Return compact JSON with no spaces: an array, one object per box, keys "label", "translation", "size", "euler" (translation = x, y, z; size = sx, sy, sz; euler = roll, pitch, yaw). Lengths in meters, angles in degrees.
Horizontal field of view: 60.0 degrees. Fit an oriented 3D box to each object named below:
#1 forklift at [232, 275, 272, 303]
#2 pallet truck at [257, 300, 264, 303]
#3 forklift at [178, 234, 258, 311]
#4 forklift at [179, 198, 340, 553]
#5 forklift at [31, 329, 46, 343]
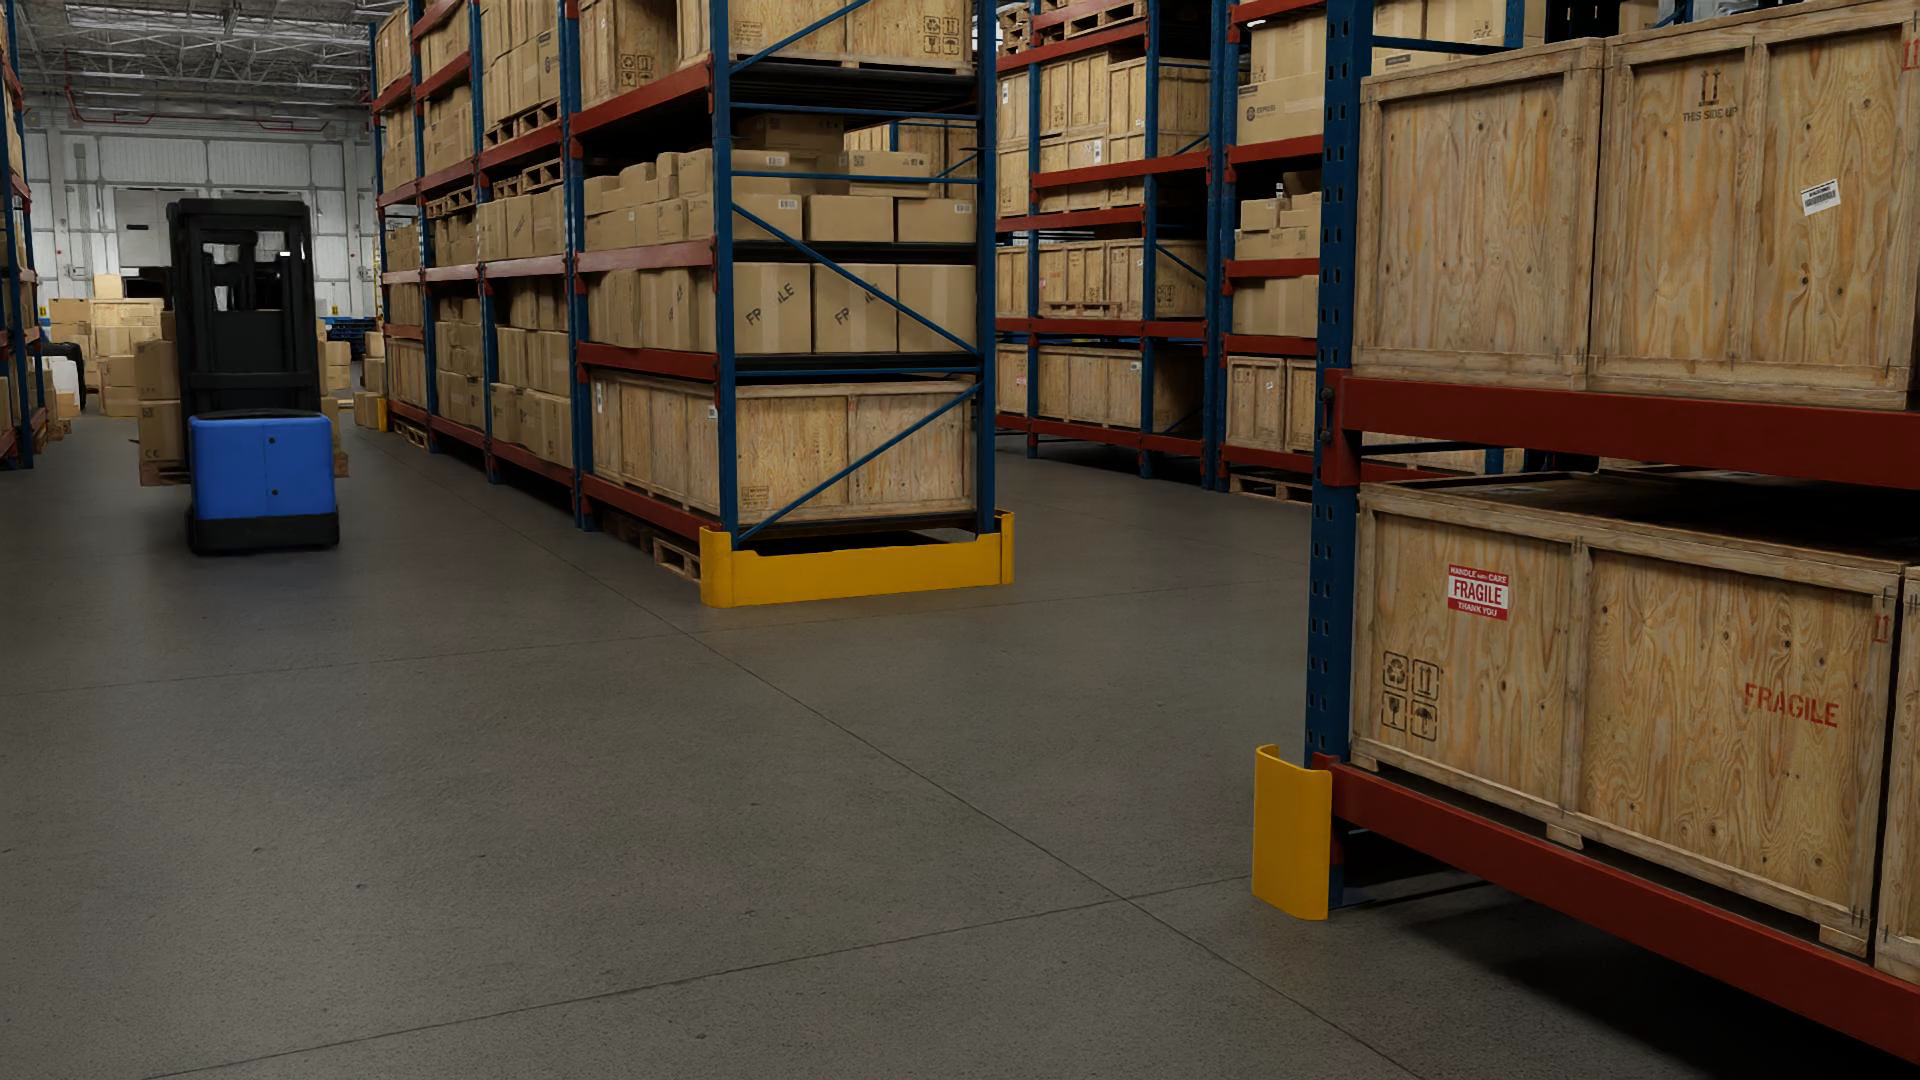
[{"label":"forklift","translation":[-17.145,-5.261,40.370],"size":[1.129,2.768,1.873],"euler":[-4,9,-26]},{"label":"pallet truck","translation":[-23.913,-7.404,58.171],"size":[1.885,1.965,0.823],"euler":[-1,8,-9]},{"label":"forklift","translation":[-9.370,-2.475,21.156],"size":[1.873,2.768,1.129],"euler":[7,11,38]},{"label":"forklift","translation":[-5.828,-1.393,13.693],"size":[1.129,2.768,1.873],"euler":[-4,9,-26]},{"label":"forklift","translation":[-28.971,-6.828,51.173],"size":[1.129,2.768,1.873],"euler":[-7,11,-41]}]
